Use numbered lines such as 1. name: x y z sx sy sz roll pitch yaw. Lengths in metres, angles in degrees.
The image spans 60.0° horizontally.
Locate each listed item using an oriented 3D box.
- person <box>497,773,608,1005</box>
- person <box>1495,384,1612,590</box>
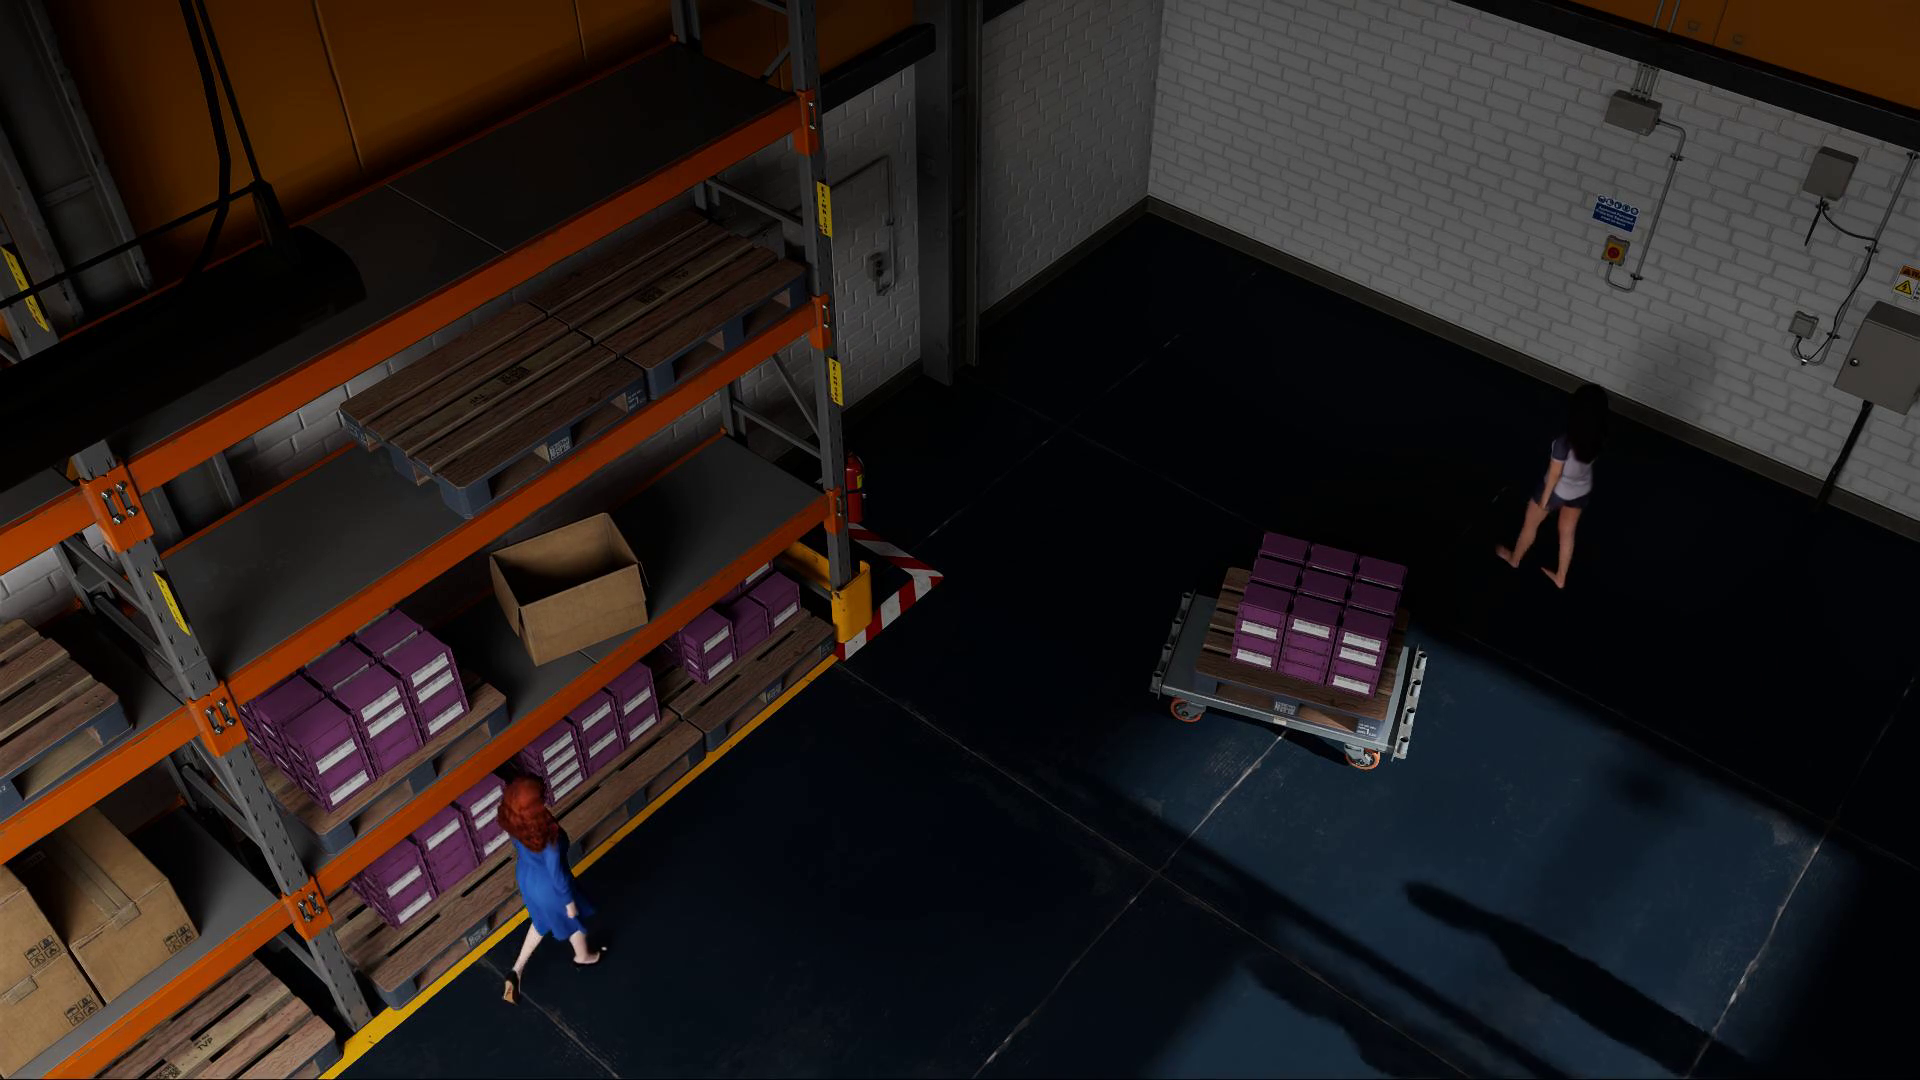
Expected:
1. person: -2.266 1.898 8.883 0.630 1.814 0.899 33 52 29
2. person: 4.144 -0.337 11.311 0.821 1.700 0.834 -18 47 -18
